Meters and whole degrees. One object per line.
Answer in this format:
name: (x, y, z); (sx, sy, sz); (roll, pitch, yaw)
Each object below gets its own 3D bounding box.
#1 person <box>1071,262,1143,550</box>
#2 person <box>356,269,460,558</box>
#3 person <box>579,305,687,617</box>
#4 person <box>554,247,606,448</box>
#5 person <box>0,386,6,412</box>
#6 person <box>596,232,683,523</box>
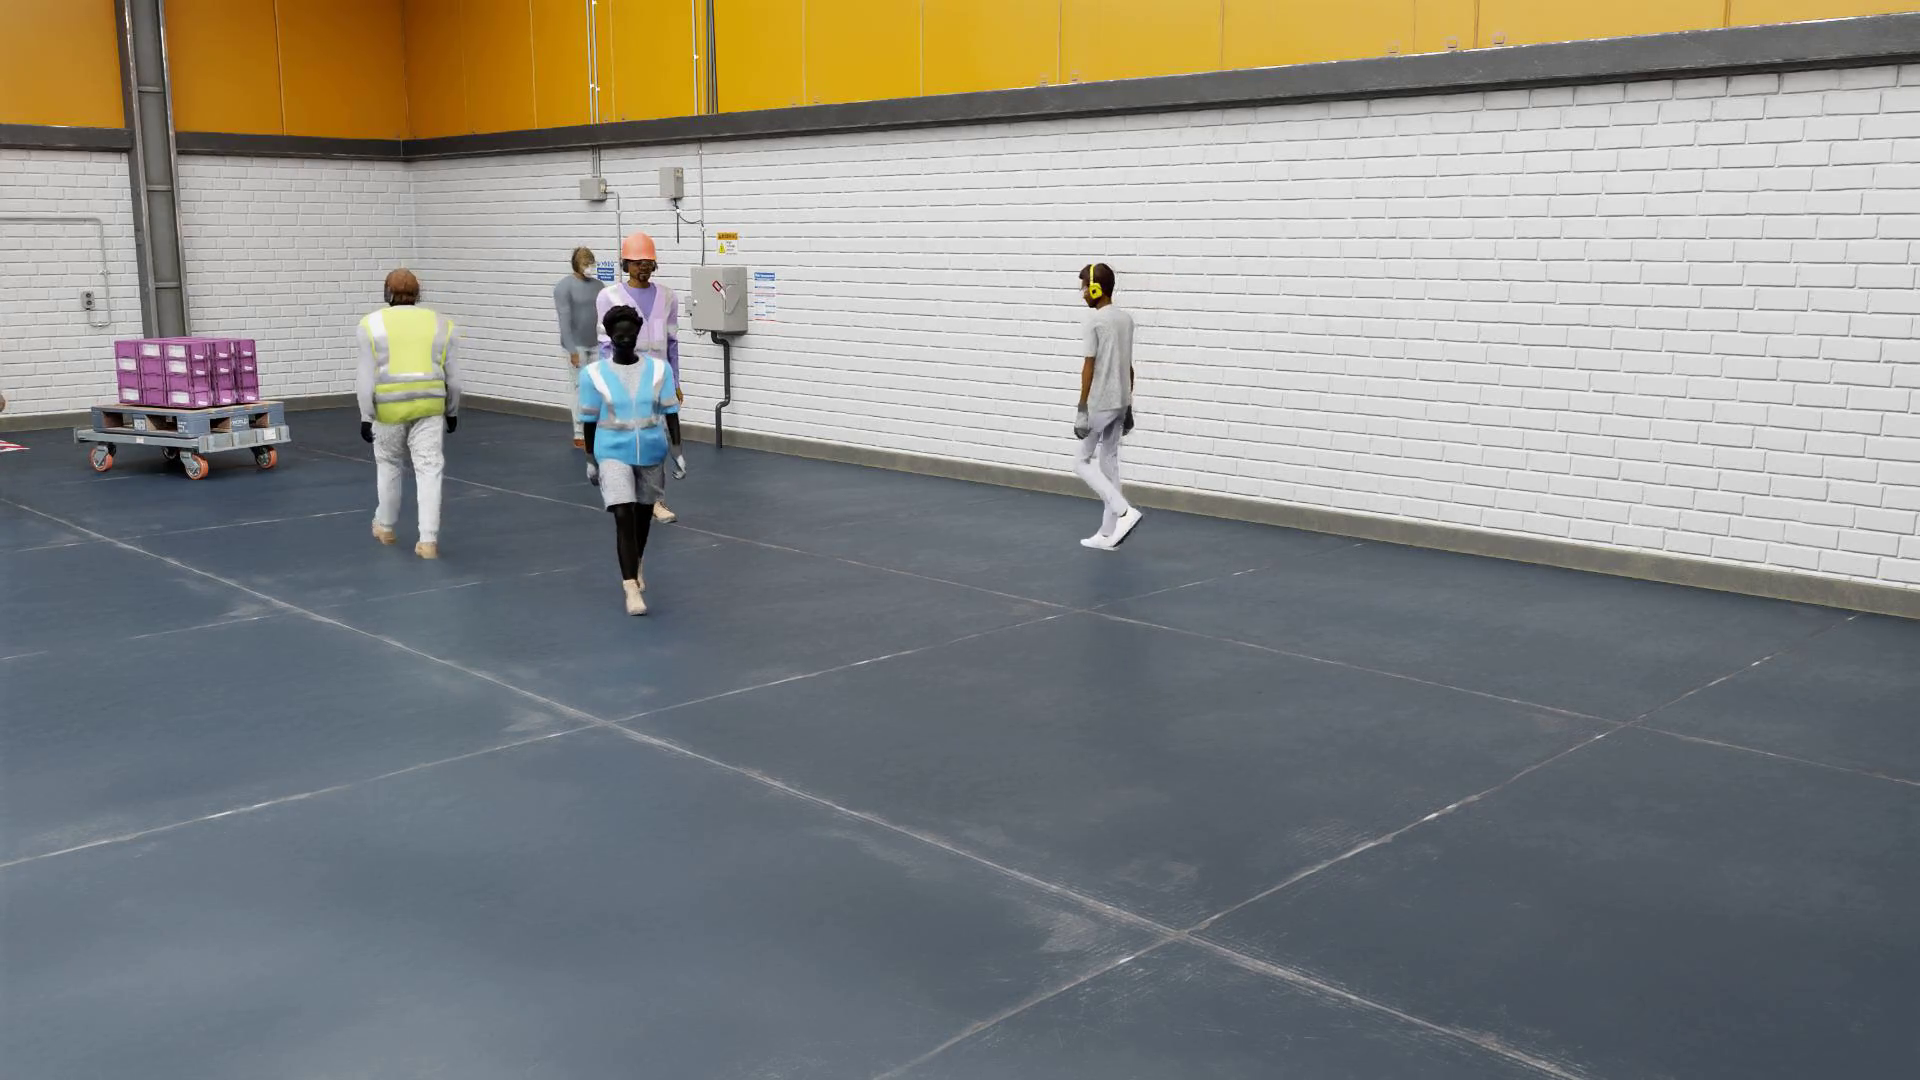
person: (0.956, -0.835, 10.611); (0.497, 1.848, 0.565); (9, 14, 41)
person: (-3.548, -0.822, 10.669); (0.661, 1.800, 0.911); (-6, 12, -29)
person: (-1.806, -0.463, 9.118); (0.534, 1.654, 0.863); (-5, 11, -24)
person: (-3.561, -1.811, 15.804); (0.414, 1.909, 0.640); (7, 12, 33)
person: (-7.147, -1.048, 11.714); (0.645, 1.892, 1.036); (-1, 10, -3)
person: (-2.211, -1.113, 11.608); (0.611, 2.042, 0.395); (-7, 13, -34)
